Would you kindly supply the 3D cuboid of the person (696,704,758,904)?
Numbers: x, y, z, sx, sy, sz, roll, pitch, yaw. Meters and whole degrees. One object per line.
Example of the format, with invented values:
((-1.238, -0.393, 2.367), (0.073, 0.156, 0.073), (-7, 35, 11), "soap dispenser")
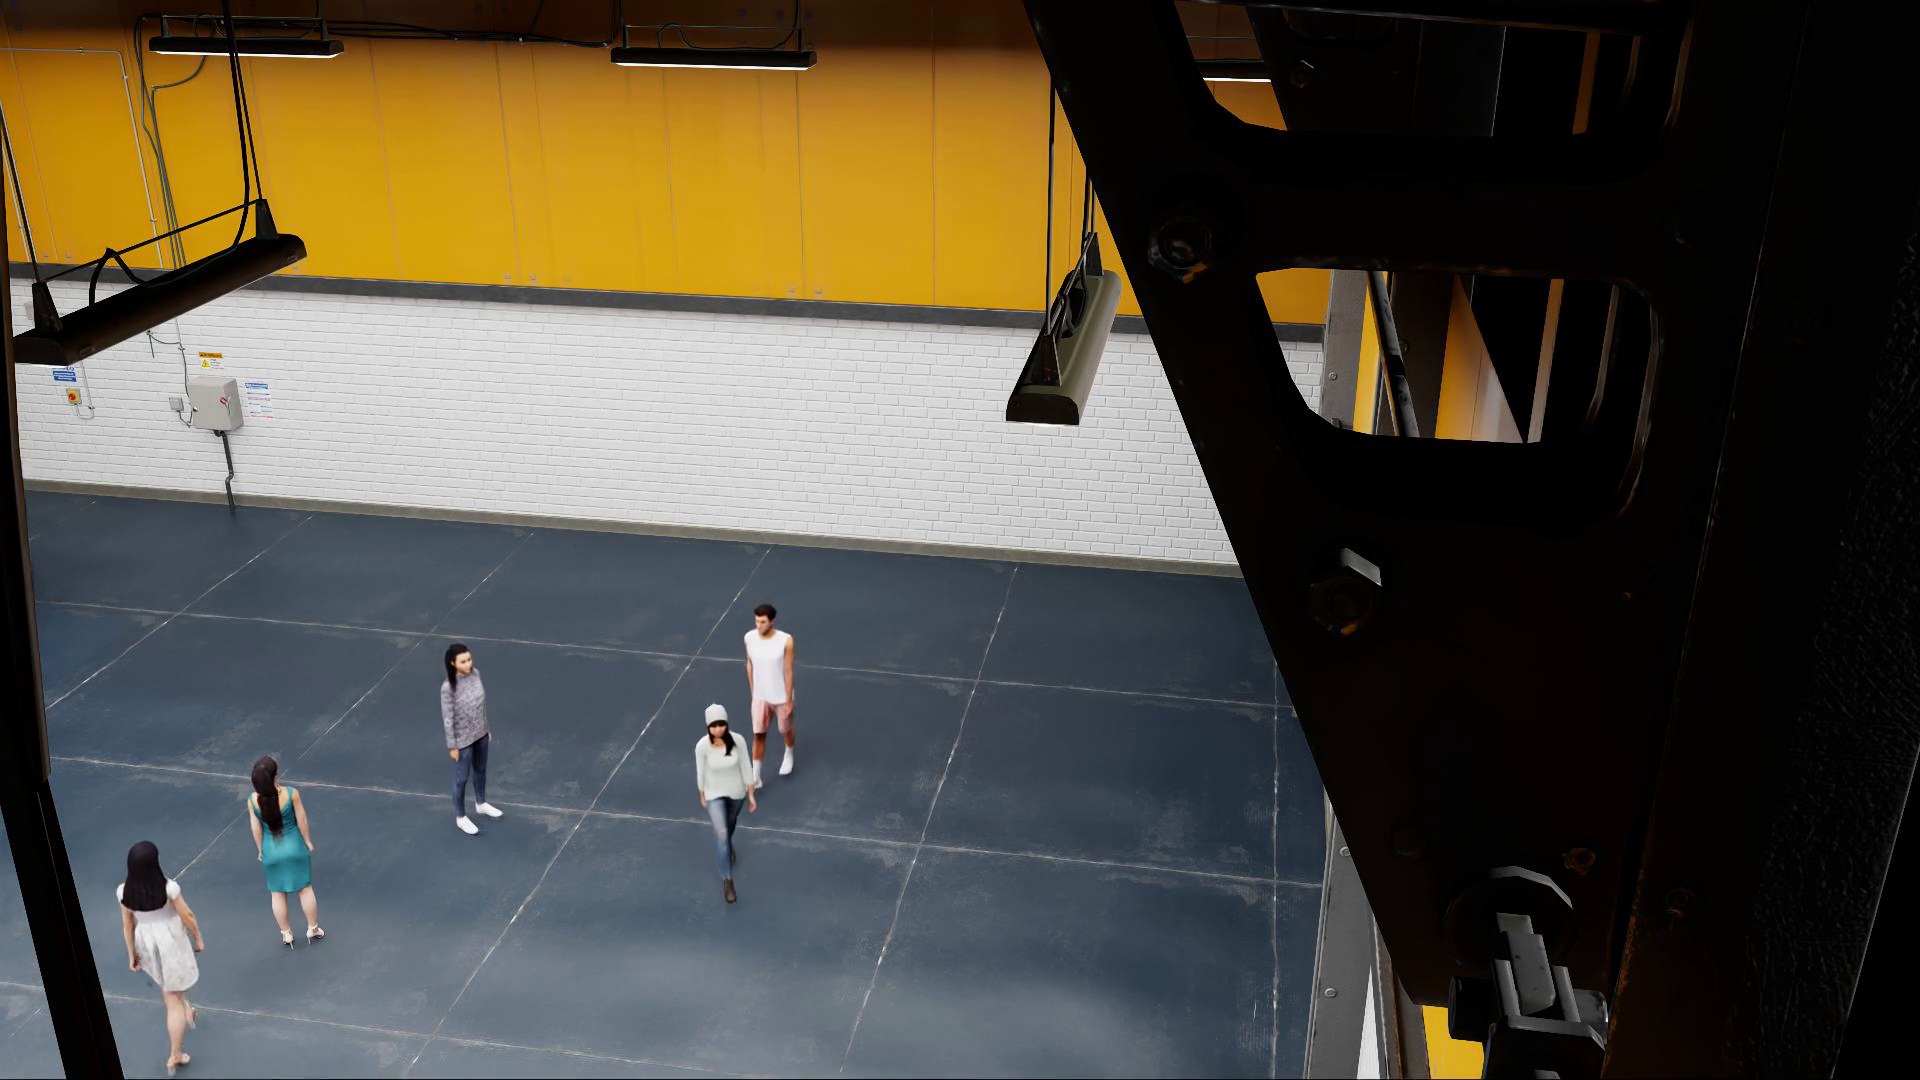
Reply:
((-1.914, 2.041, 13.557), (0.949, 1.600, 1.195), (-8, 25, -17), "person")

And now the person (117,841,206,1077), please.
((-5.486, 2.898, 11.405), (0.772, 1.753, 0.978), (-2, 24, -5), "person")

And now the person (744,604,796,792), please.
((-1.633, 1.346, 14.958), (0.726, 1.751, 1.044), (6, 24, 14), "person")

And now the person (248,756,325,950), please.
((-5.158, 2.374, 12.687), (0.615, 1.687, 0.620), (-7, 25, -15), "person")

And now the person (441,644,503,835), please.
((-4.218, 1.661, 14.262), (0.739, 1.731, 0.570), (12, 26, 25), "person")
